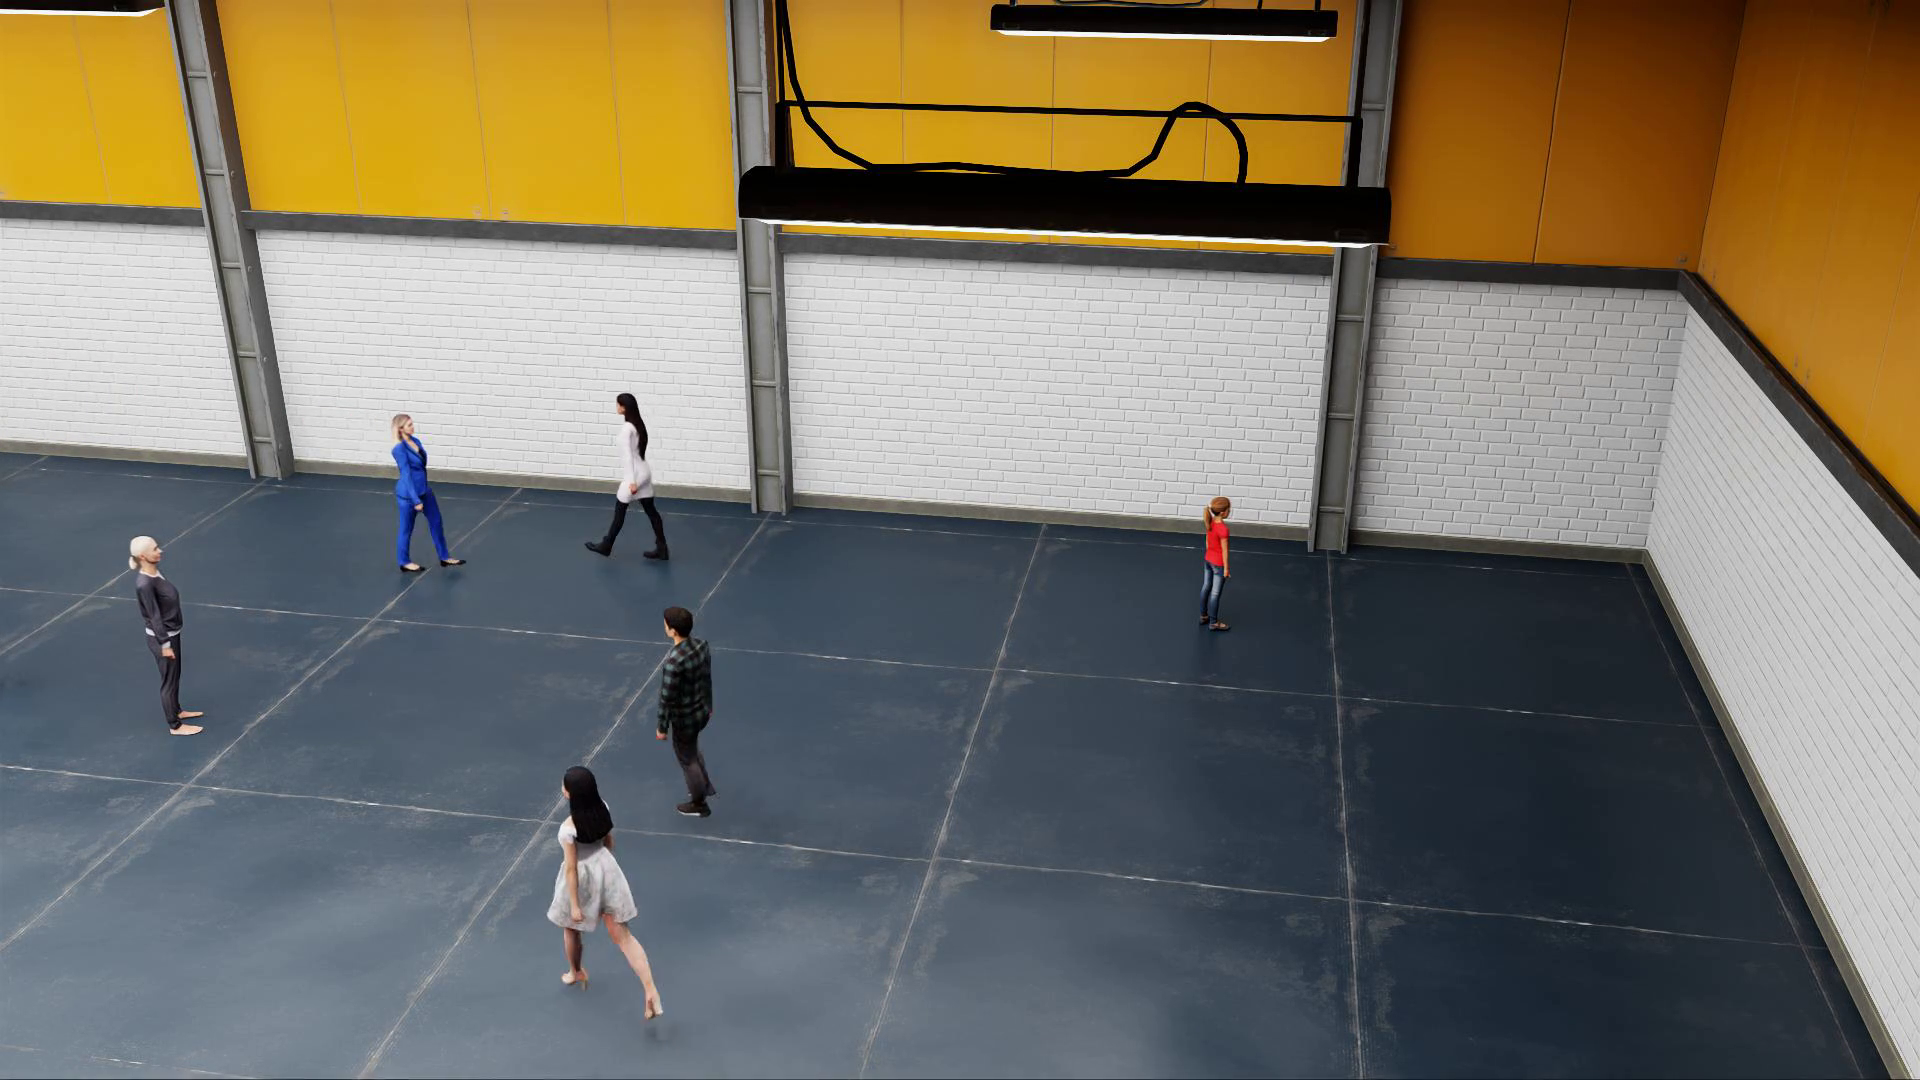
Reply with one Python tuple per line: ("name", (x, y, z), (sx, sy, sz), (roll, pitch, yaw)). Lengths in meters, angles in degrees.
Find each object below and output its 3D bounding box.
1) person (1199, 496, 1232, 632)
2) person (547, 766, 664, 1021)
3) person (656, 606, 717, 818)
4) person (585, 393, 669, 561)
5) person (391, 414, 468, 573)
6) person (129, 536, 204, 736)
("person", (2.375, 0.205, 15.463), (0.607, 1.310, 0.570), (-9, 25, -20))
("person", (-2.201, 2.222, 10.315), (1.255, 1.737, 0.958), (17, 29, 33))
("person", (-1.943, 1.276, 12.241), (0.619, 1.705, 0.718), (8, 25, 18))
("person", (-3.168, -0.596, 16.720), (1.061, 1.770, 0.651), (5, 24, 11))
("person", (-5.517, -0.441, 16.481), (0.904, 1.677, 0.698), (2, 24, 4))
("person", (-6.554, 0.763, 13.666), (0.693, 1.727, 0.680), (-9, 25, -20))
